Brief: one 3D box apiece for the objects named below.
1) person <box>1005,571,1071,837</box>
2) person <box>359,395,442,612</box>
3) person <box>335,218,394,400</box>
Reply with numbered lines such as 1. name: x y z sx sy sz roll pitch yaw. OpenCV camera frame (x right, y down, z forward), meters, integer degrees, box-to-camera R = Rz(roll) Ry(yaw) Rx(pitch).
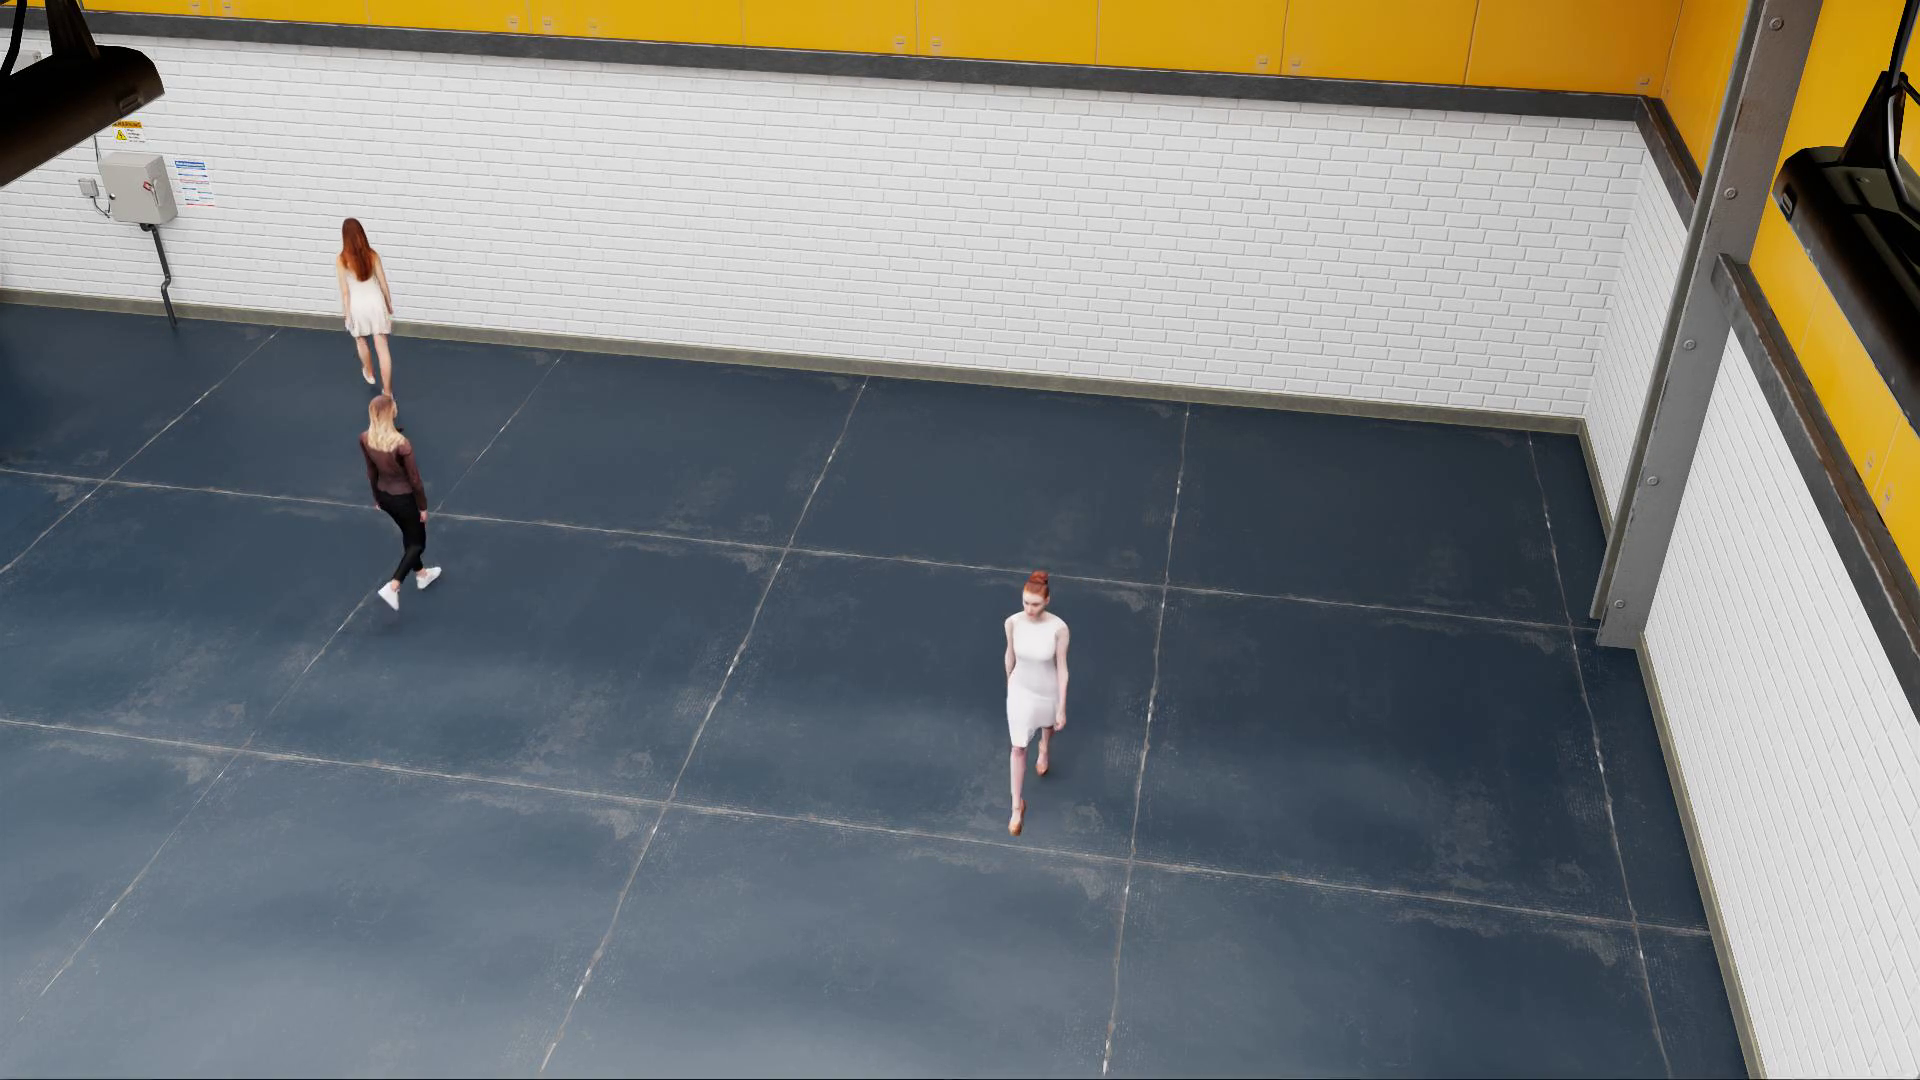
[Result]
1. person: 0.512 0.917 10.366 0.640 1.743 1.075 8 34 12
2. person: -4.146 -0.248 12.169 0.746 1.687 1.021 12 36 18
3. person: -5.262 -2.007 14.817 0.889 1.685 1.005 -15 36 -21
